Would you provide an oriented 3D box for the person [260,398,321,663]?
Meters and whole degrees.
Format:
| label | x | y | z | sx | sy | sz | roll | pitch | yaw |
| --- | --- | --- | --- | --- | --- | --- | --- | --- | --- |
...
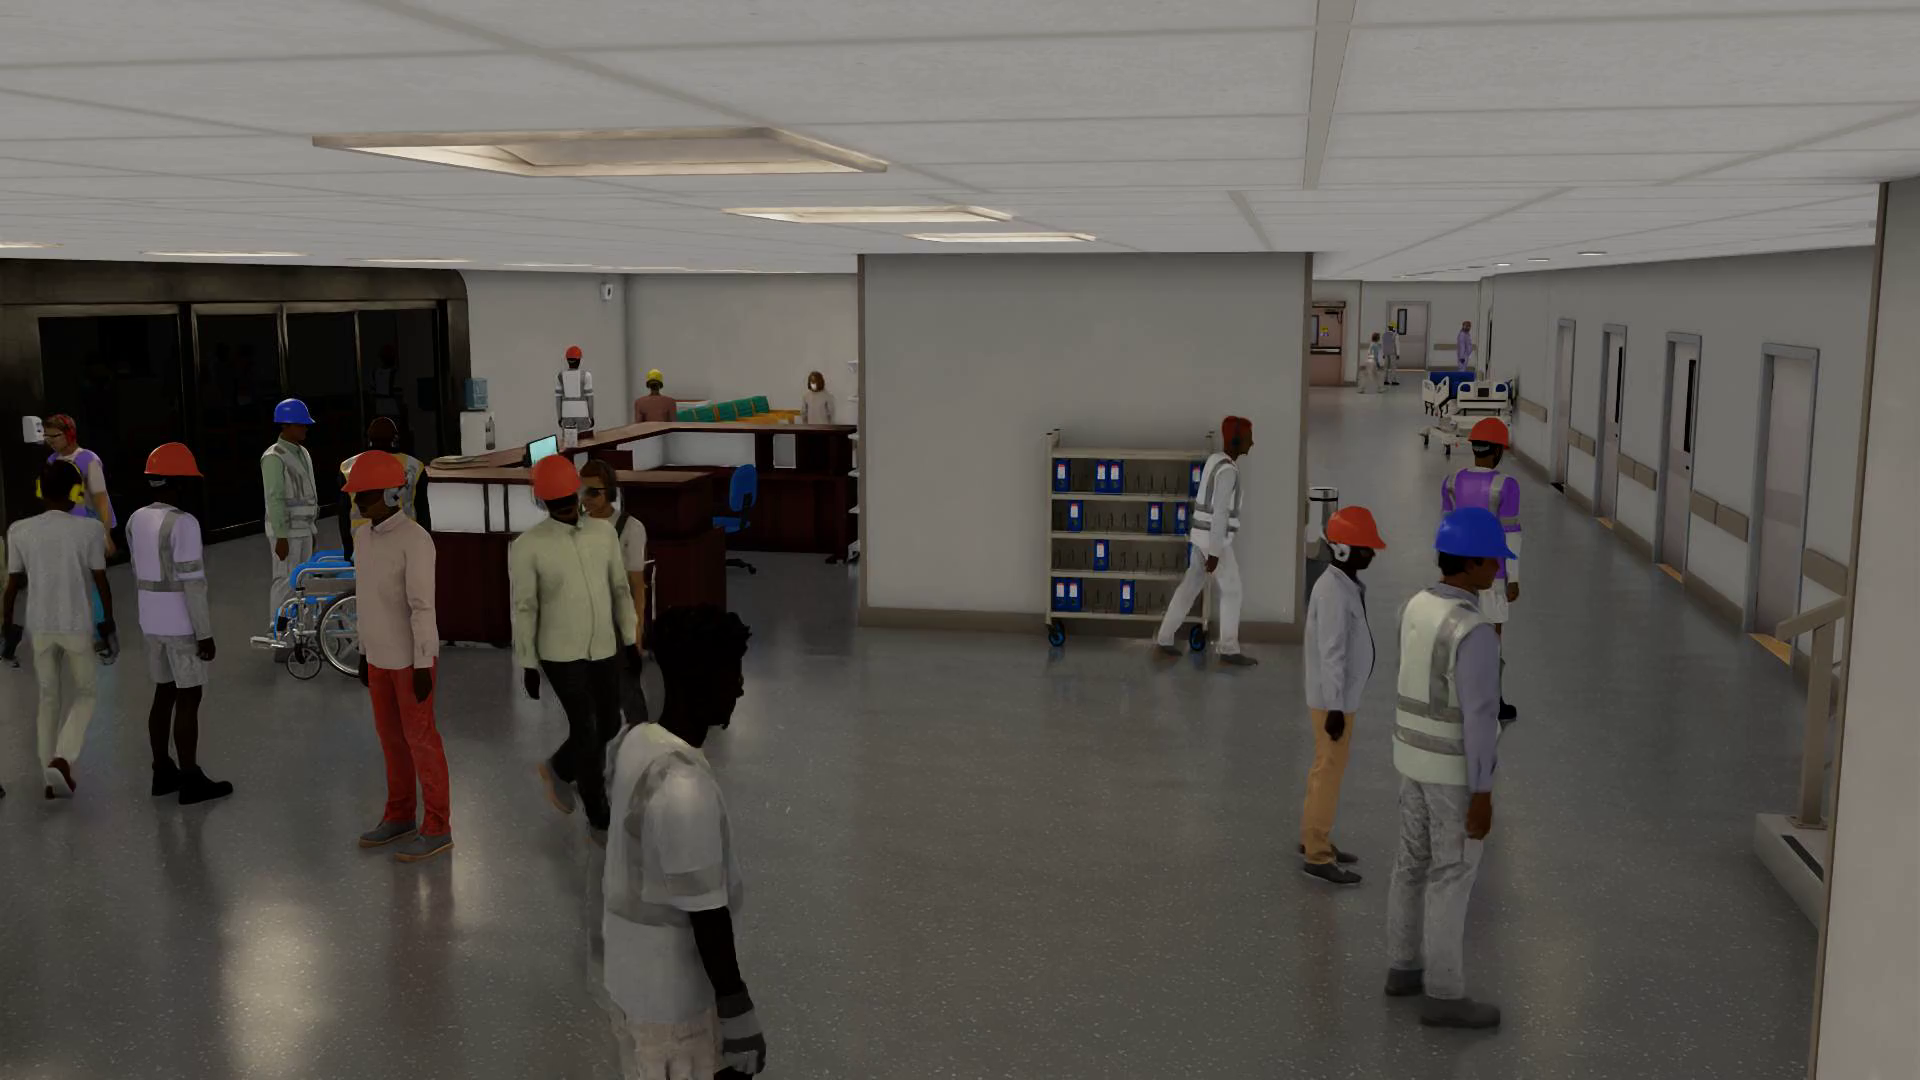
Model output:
| label | x | y | z | sx | sy | sz | roll | pitch | yaw |
| --- | --- | --- | --- | --- | --- | --- | --- | --- | --- |
| person | -4.905 | -0.071 | 12.256 | 0.406 | 1.945 | 0.615 | 0 | 9 | -1 |

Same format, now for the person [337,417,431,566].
| label | x | y | z | sx | sy | sz | roll | pitch | yaw |
| --- | --- | --- | --- | --- | --- | --- | --- | --- | --- |
| person | -4.113 | 0.038 | 11.929 | 0.626 | 1.837 | 0.429 | -3 | 9 | -18 |

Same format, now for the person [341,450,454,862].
| label | x | y | z | sx | sy | sz | roll | pitch | yaw |
| --- | --- | --- | --- | --- | --- | --- | --- | --- | --- |
| person | -2.736 | 0.552 | 8.021 | 0.611 | 1.985 | 0.415 | 7 | 11 | 40 |

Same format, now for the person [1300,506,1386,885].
| label | x | y | z | sx | sy | sz | roll | pitch | yaw |
| --- | --- | --- | --- | --- | --- | --- | --- | --- | --- |
| person | 1.780 | 0.707 | 7.749 | 0.344 | 1.750 | 0.573 | 3 | 9 | 18 |

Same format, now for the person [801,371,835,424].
| label | x | y | z | sx | sy | sz | roll | pitch | yaw |
| --- | --- | --- | --- | --- | --- | --- | --- | --- | --- |
| person | -1.975 | -1.591 | 23.472 | 0.510 | 1.610 | 0.544 | 2 | 9 | 16 |

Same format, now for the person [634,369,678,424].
| label | x | y | z | sx | sy | sz | roll | pitch | yaw |
| --- | --- | --- | --- | --- | --- | --- | --- | --- | --- |
| person | -3.708 | -1.201 | 20.355 | 0.523 | 1.772 | 0.307 | -1 | 9 | -5 |

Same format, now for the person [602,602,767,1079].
| label | x | y | z | sx | sy | sz | roll | pitch | yaw |
| --- | --- | --- | --- | --- | --- | --- | --- | --- | --- |
| person | -0.717 | 1.123 | 4.337 | 0.426 | 1.942 | 0.598 | -2 | 9 | -15 |

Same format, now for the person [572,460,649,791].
| label | x | y | z | sx | sy | sz | roll | pitch | yaw |
| --- | --- | --- | --- | --- | --- | --- | --- | --- | --- |
| person | -1.923 | 0.476 | 9.016 | 0.502 | 1.838 | 0.345 | 3 | 9 | 20 |

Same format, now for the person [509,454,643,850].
| label | x | y | z | sx | sy | sz | roll | pitch | yaw |
| --- | --- | --- | --- | --- | --- | --- | --- | --- | --- |
| person | -1.923 | 0.541 | 8.259 | 0.787 | 1.956 | 0.633 | 7 | 11 | 41 |

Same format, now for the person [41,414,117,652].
| label | x | y | z | sx | sy | sz | roll | pitch | yaw |
| --- | --- | --- | --- | --- | --- | --- | --- | --- | --- |
| person | -6.626 | -0.050 | 12.557 | 0.581 | 1.827 | 0.433 | 6 | 10 | 34 |

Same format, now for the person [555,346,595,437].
| label | x | y | z | sx | sy | sz | roll | pitch | yaw |
| --- | --- | --- | --- | --- | --- | --- | --- | --- | --- |
| person | -5.476 | -1.791 | 23.706 | 0.542 | 1.939 | 0.365 | 0 | 9 | 2 |

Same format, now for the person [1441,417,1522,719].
| label | x | y | z | sx | sy | sz | roll | pitch | yaw |
| --- | --- | --- | --- | --- | --- | --- | --- | --- | --- |
| person | 3.337 | 0.183 | 10.625 | 0.370 | 1.932 | 0.543 | -8 | 11 | -41 |

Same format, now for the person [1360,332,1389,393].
| label | x | y | z | sx | sy | sz | roll | pitch | yaw |
| --- | --- | --- | --- | --- | --- | --- | --- | --- | --- |
| person | 10.934 | -4.651 | 43.739 | 0.810 | 1.602 | 0.547 | 2 | 9 | 12 |

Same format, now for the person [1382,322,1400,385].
| label | x | y | z | sx | sy | sz | roll | pitch | yaw |
| --- | --- | --- | --- | --- | --- | --- | --- | --- | --- |
| person | 12.367 | -5.345 | 47.674 | 0.403 | 1.823 | 0.587 | -7 | 11 | -39 |

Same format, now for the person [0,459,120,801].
| label | x | y | z | sx | sy | sz | roll | pitch | yaw |
| --- | --- | --- | --- | --- | --- | --- | --- | --- | --- |
| person | -4.789 | 0.499 | 8.815 | 0.591 | 1.848 | 0.505 | -2 | 9 | -11 |

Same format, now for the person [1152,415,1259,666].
| label | x | y | z | sx | sy | sz | roll | pitch | yaw |
| --- | --- | --- | --- | --- | --- | --- | --- | --- | --- |
| person | 1.774 | 0.010 | 12.121 | 0.792 | 1.842 | 0.600 | -1 | 9 | -4 |

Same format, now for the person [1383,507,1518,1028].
| label | x | y | z | sx | sy | sz | roll | pitch | yaw |
| --- | --- | --- | --- | --- | --- | --- | --- | --- | --- |
| person | 1.844 | 0.842 | 6.247 | 0.422 | 1.942 | 0.629 | -2 | 9 | -12 |

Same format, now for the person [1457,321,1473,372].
| label | x | y | z | sx | sy | sz | roll | pitch | yaw |
| --- | --- | --- | --- | --- | --- | --- | --- | --- | --- |
| person | 13.480 | -4.893 | 44.417 | 0.401 | 1.900 | 0.646 | 4 | 9 | 23 |

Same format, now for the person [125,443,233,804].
| label | x | y | z | sx | sy | sz | roll | pitch | yaw |
| --- | --- | --- | --- | --- | --- | --- | --- | --- | --- |
| person | -4.195 | 0.442 | 8.936 | 0.547 | 1.929 | 0.384 | 6 | 10 | 34 |
